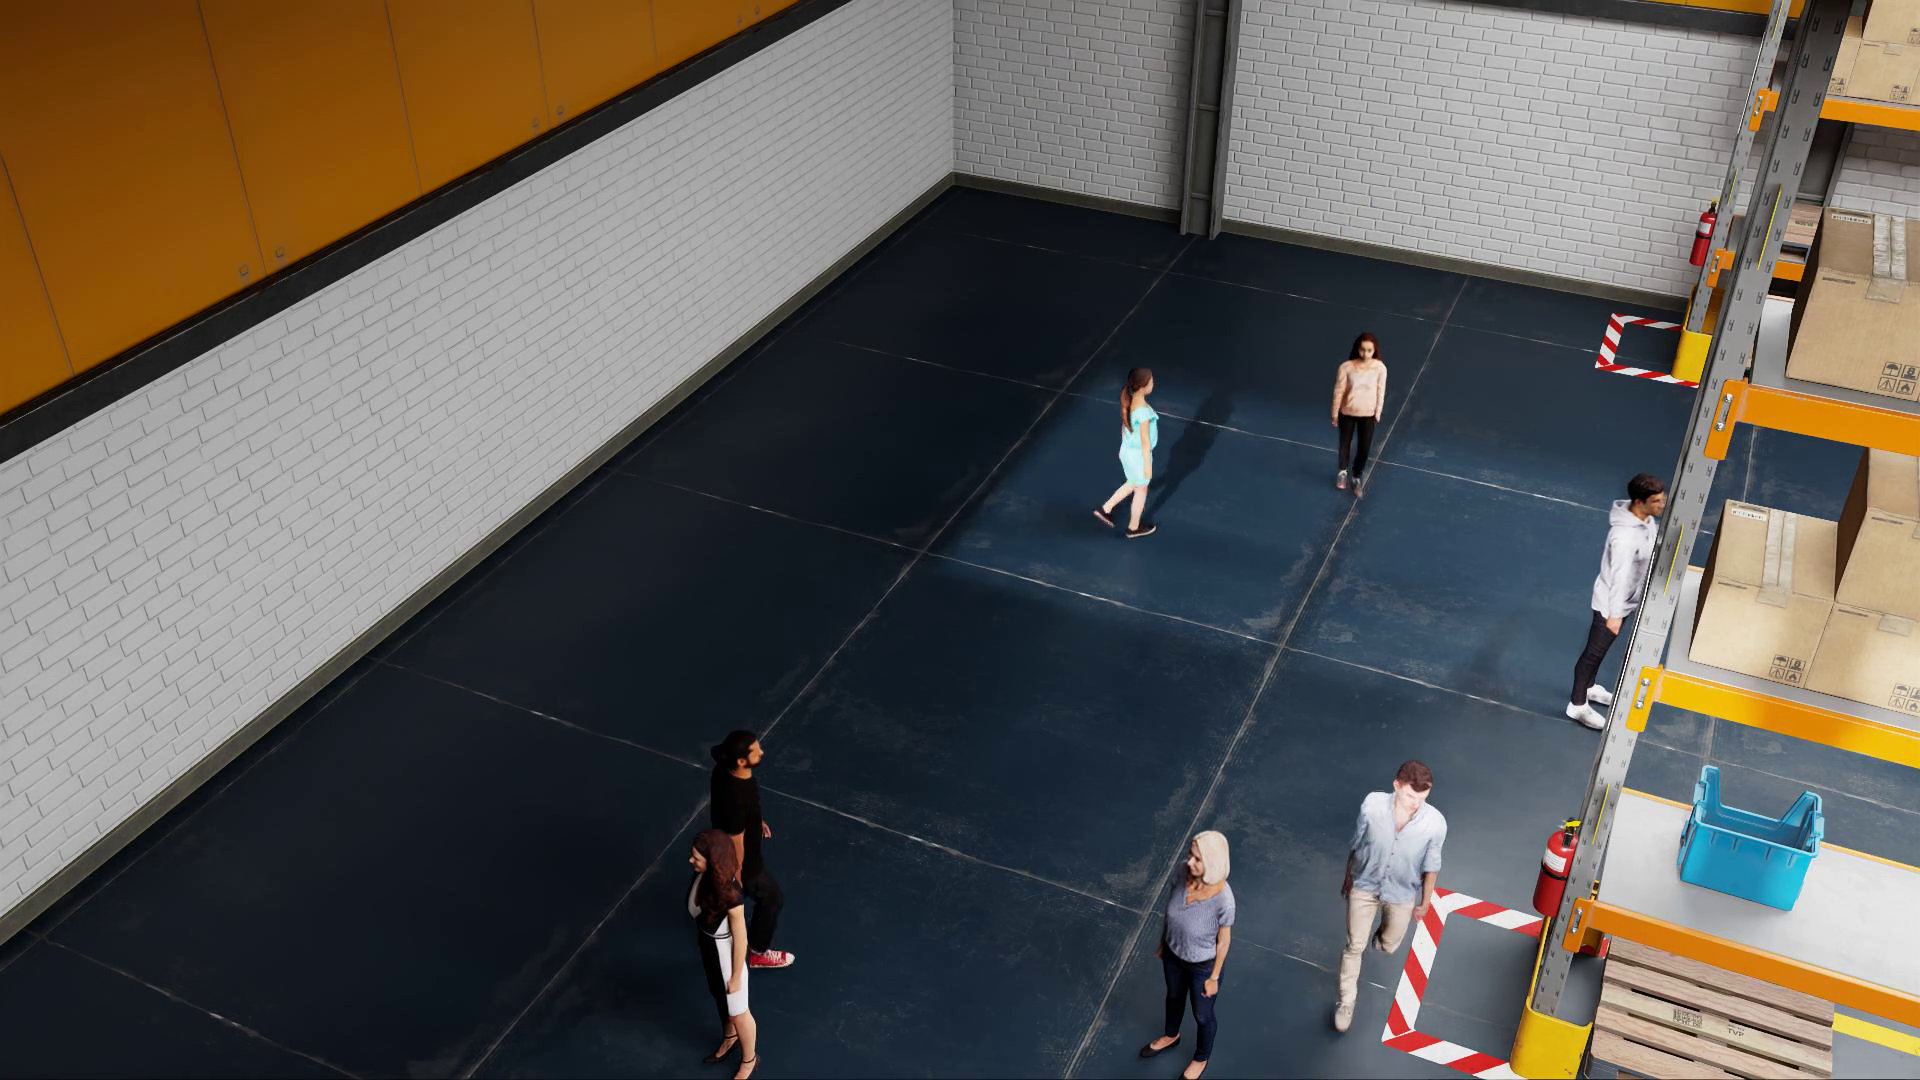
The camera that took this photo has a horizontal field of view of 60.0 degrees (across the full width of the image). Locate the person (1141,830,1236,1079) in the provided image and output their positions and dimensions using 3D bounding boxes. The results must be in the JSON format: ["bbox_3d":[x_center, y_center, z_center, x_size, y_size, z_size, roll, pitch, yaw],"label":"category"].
[{"bbox_3d":[1.243,2.190,8.811,0.709,1.723,0.586,-24,41,-32],"label":"person"}]

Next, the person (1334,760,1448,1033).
[{"bbox_3d":[2.376,1.866,9.205,0.926,1.826,0.695,16,37,22],"label":"person"}]

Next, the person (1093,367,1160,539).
[{"bbox_3d":[1.352,-0.671,13.273,0.859,1.547,0.784,-9,35,-13],"label":"person"}]

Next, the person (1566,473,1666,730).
[{"bbox_3d":[4.464,0.384,11.340,0.641,1.930,0.705,20,38,27],"label":"person"}]

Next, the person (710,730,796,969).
[{"bbox_3d":[-1.335,1.783,9.409,0.865,1.739,0.811,-10,35,-15],"label":"person"}]

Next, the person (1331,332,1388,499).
[{"bbox_3d":[3.334,-1.101,13.988,0.636,1.473,0.720,5,34,8],"label":"person"}]

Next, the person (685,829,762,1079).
[{"bbox_3d":[-1.242,2.193,8.741,0.709,1.795,0.598,-19,38,-27],"label":"person"}]
